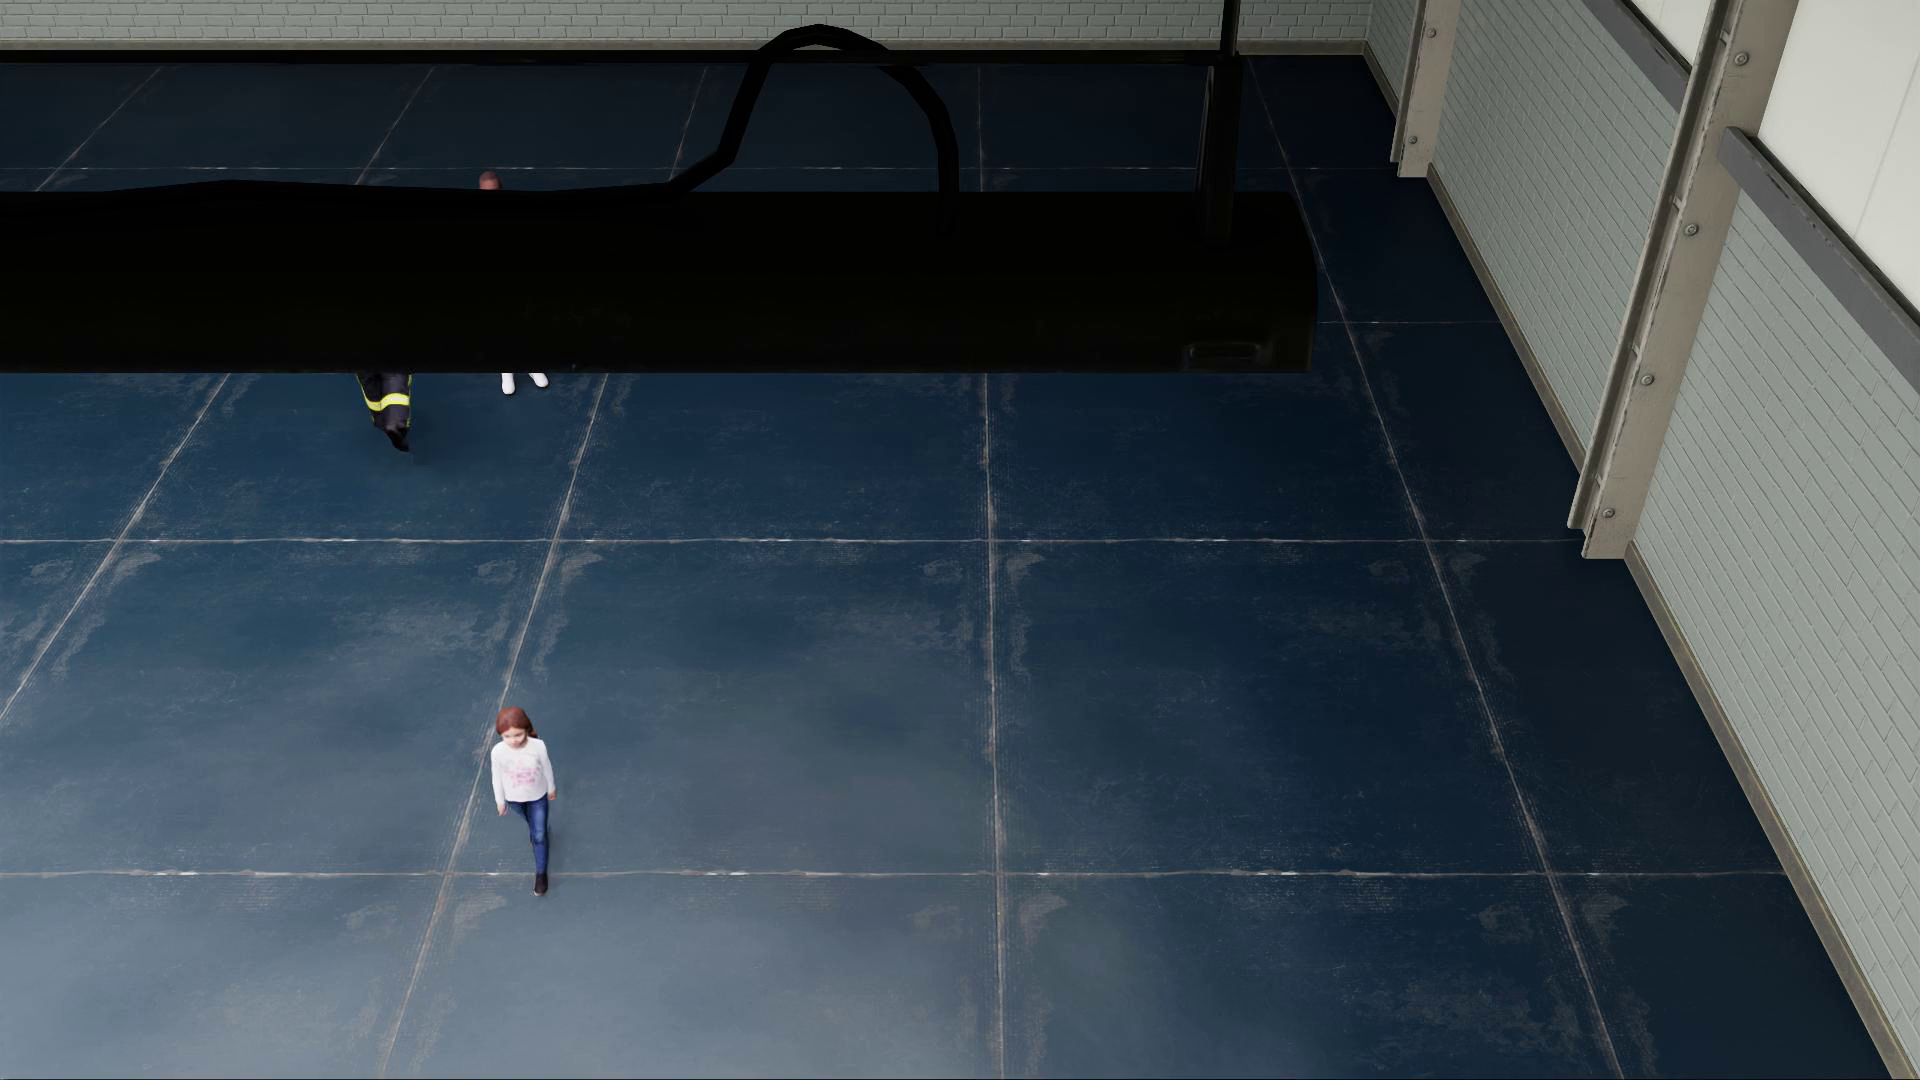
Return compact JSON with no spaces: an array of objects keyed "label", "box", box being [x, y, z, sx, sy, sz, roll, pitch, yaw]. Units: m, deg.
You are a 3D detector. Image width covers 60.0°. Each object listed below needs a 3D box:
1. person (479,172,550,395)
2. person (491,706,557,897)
[{"label":"person","box":[-3.409,-1.952,12.549,0.688,1.771,0.662,-15,40,-19]},{"label":"person","box":[-2.313,1.294,8.847,0.502,1.085,0.798,-4,37,-5]}]
